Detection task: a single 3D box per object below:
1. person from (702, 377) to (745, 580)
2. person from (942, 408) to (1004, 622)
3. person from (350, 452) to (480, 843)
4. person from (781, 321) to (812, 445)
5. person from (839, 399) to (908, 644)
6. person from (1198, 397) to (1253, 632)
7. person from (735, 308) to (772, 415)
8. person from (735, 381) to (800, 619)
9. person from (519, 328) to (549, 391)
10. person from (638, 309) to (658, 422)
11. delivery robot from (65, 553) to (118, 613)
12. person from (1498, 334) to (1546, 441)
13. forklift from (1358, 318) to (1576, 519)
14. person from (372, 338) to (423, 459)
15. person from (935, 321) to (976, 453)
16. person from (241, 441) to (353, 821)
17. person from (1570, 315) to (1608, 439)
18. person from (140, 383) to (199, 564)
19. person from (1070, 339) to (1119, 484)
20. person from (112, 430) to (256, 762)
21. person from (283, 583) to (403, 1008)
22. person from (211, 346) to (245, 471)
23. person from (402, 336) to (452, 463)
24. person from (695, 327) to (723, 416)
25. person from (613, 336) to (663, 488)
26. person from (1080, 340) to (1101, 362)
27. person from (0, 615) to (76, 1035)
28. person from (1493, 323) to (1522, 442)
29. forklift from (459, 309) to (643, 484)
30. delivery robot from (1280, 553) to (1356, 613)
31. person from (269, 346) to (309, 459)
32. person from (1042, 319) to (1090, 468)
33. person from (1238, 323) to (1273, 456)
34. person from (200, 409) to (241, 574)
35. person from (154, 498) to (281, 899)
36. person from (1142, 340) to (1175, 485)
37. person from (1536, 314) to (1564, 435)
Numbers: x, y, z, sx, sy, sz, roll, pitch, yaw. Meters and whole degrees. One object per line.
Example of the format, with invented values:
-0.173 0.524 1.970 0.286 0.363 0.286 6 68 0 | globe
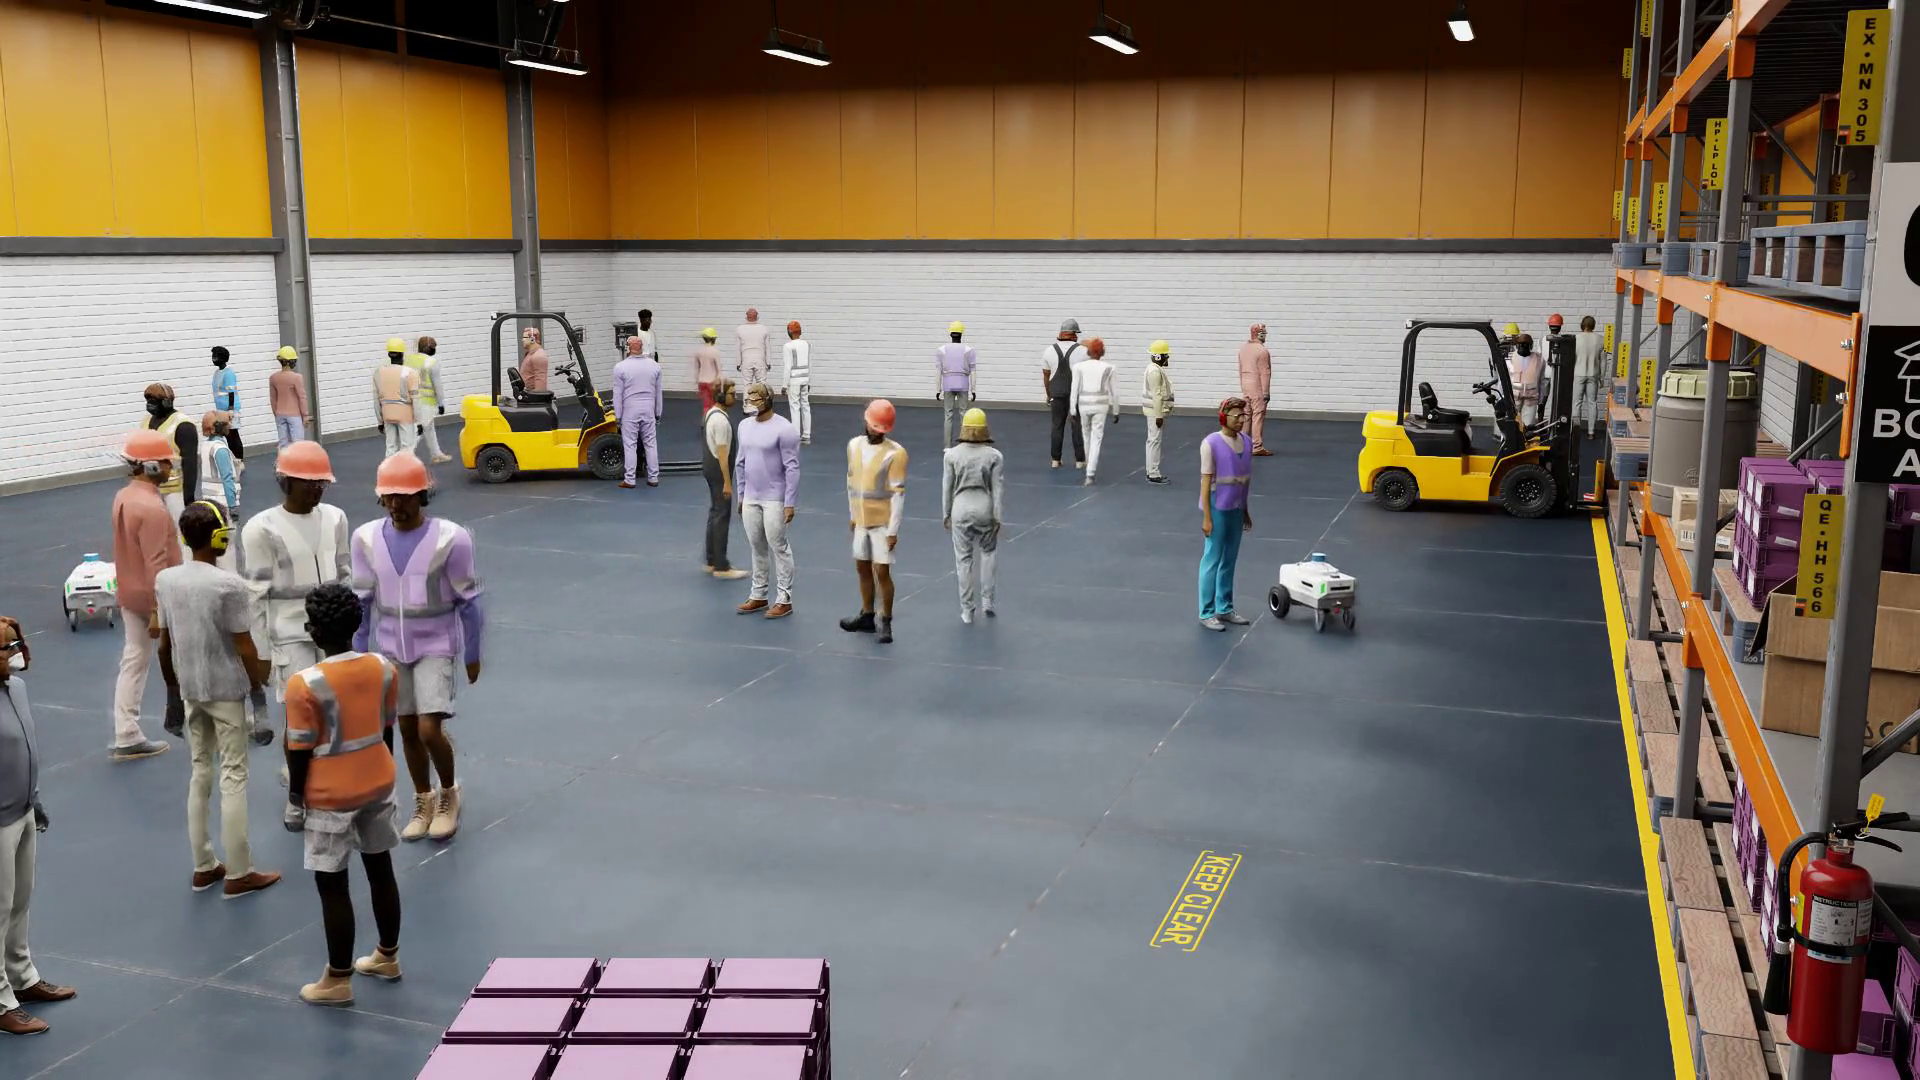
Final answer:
-2.171 -0.563 15.139 0.327 1.843 0.514 -4 11 -19 | person
0.101 -0.209 13.513 0.493 1.725 0.587 0 10 -2 | person
-2.730 0.553 8.363 0.609 2.024 0.541 2 10 9 | person
-2.480 -2.382 25.268 0.354 1.887 0.573 8 13 38 | person
-0.701 -0.153 12.729 0.734 1.885 0.454 9 13 40 | person
2.097 -0.218 13.196 0.564 1.845 0.389 -9 14 -43 | person
-3.681 -3.174 29.662 0.641 1.913 0.407 -1 10 -7 | person
-1.578 -0.328 13.556 0.634 1.938 0.355 8 13 37 | person
-5.838 -1.951 22.787 0.409 1.908 0.639 -4 11 -20 | person
-5.343 -2.933 28.196 0.384 1.958 0.601 9 13 41 | person
-6.962 0.351 13.365 0.477 0.478 0.707 -4 11 -21 | delivery robot
7.610 -1.874 22.553 0.624 1.838 0.430 1 10 8 | person
5.787 -1.437 19.079 2.313 2.155 1.214 3 11 19 | forklift
-6.718 -1.457 19.945 0.594 1.925 0.372 2 10 11 | person
-0.057 -2.221 24.244 0.594 1.925 0.377 1 10 3 | person
-3.500 0.479 8.804 0.733 2.018 0.643 6 12 32 | person
9.757 -2.530 25.952 0.636 1.939 0.364 1 10 3 | person
-6.925 -0.456 14.550 0.636 1.842 0.429 6 11 29 | person
1.745 -1.664 21.374 0.604 1.828 0.993 3 10 14 | person
-4.676 0.314 9.902 0.618 1.956 0.874 9 13 40 | person
-2.465 1.016 6.691 0.319 1.694 0.538 5 11 25 | person
-9.831 -1.756 22.301 0.321 1.690 0.536 -9 14 -42 | person
-7.398 -1.901 22.842 0.631 1.796 0.944 6 12 32 | person
-3.942 -2.463 26.119 0.525 1.755 0.413 5 11 28 | person
-4.040 -1.597 20.821 0.645 1.899 0.401 -7 12 -34 | person
1.900 -2.240 25.305 0.535 1.589 0.870 0 10 1 | person
-3.693 1.086 6.451 0.281 1.633 0.500 -2 10 -8 | person
8.463 -2.435 25.721 0.404 1.829 0.600 2 10 11 | person
-5.354 -1.902 21.697 2.313 2.155 1.214 -2 10 -13 | forklift
2.873 0.350 13.371 0.477 0.478 0.707 -3 11 -18 | delivery robot
-8.412 -1.549 20.916 0.522 1.769 0.318 4 11 19 | person
1.488 -2.005 22.709 0.683 2.000 0.536 4 11 21 | person
4.286 -2.167 24.002 0.408 1.908 0.644 -5 11 -25 | person
-6.297 -0.295 14.199 0.307 1.644 0.514 -9 13 -40 | person
-3.485 0.736 7.785 0.572 1.861 0.402 3 11 16 | person
2.524 -1.626 21.162 0.404 1.833 0.589 0 10 2 | person
9.449 -2.629 26.505 0.344 1.942 0.548 -8 13 -36 | person
